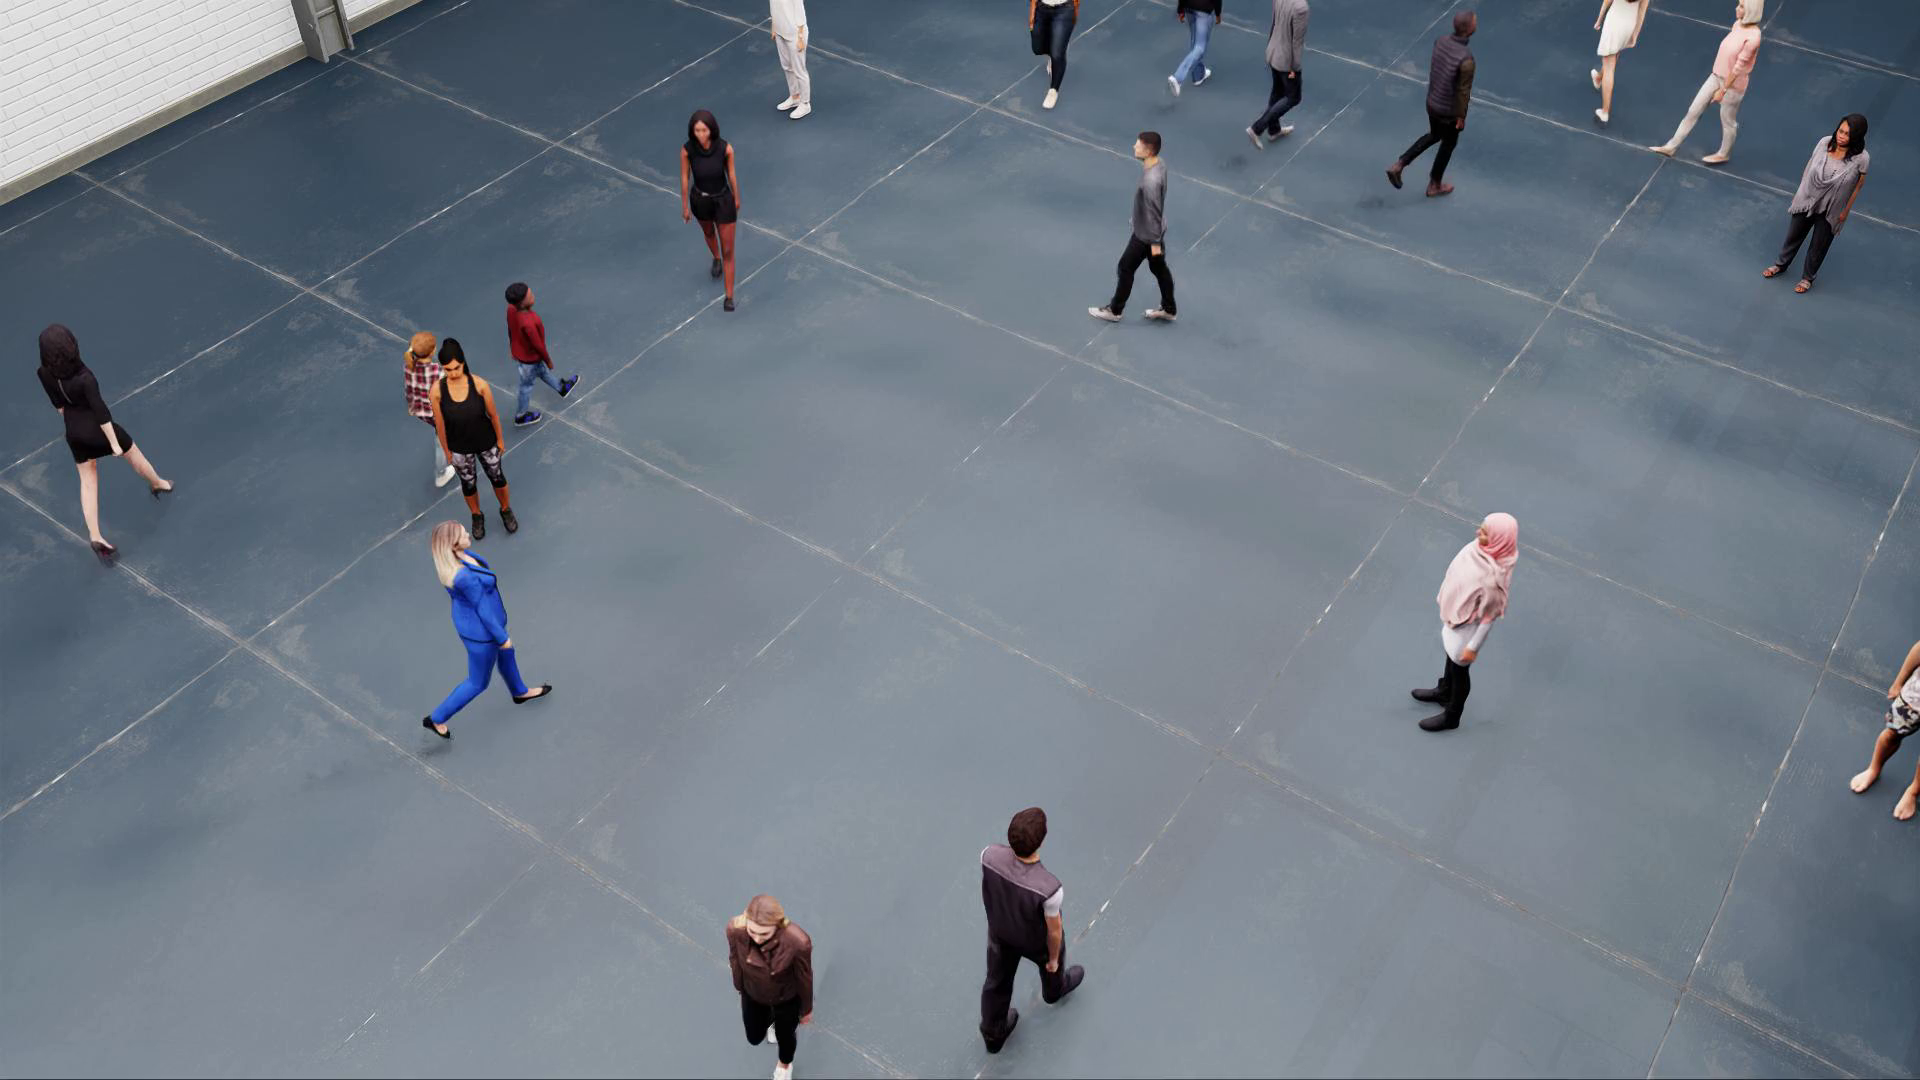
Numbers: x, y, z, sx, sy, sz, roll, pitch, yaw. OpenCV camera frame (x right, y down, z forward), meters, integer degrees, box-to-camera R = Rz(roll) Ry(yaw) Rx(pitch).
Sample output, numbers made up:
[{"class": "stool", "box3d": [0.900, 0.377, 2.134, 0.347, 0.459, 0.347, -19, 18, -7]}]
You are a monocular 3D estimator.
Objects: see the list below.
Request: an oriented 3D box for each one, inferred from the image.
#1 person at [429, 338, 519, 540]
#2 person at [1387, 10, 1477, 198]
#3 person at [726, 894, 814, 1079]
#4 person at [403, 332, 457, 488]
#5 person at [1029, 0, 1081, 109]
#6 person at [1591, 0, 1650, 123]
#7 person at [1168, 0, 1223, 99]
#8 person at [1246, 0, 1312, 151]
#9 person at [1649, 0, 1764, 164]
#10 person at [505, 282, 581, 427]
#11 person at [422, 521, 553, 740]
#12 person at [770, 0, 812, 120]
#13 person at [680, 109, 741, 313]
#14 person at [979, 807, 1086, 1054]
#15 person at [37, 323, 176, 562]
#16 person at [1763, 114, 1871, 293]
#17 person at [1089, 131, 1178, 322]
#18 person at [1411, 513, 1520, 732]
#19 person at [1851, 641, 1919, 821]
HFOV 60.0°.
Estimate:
[{"class": "person", "box3d": [-3.436, -0.714, 11.703, 0.625, 1.662, 0.716, -13, 45, -14]}, {"class": "person", "box3d": [4.274, -3.863, 14.894, 1.093, 1.821, 0.991, -14, 45, -14]}, {"class": "person", "box3d": [-0.926, 2.256, 8.566, 0.762, 1.690, 0.849, 8, 44, 9]}, {"class": "person", "box3d": [-3.886, -0.923, 12.197, 0.655, 1.283, 0.828, 13, 45, 14]}, {"class": "person", "box3d": [0.939, -5.183, 16.302, 0.767, 1.789, 1.051, 15, 46, 15]}, {"class": "person", "box3d": [6.378, -4.875, 16.076, 0.995, 1.656, 1.237, 2, 44, 2]}, {"class": "person", "box3d": [2.323, -5.187, 16.350, 0.638, 1.729, 1.048, 28, 50, 26]}, {"class": "person", "box3d": [2.984, -4.483, 15.523, 1.080, 1.851, 0.969, -20, 47, -20]}, {"class": "person", "box3d": [7.186, -4.224, 15.364, 1.044, 1.696, 1.003, -6, 44, -6]}, {"class": "person", "box3d": [-3.361, -1.398, 12.739, 0.918, 1.225, 0.684, -27, 50, -26]}, {"class": "person", "box3d": [-3.079, 0.584, 10.330, 1.169, 1.677, 0.926, -21, 48, -21]}, {"class": "person", "box3d": [-1.637, -4.937, 16.119, 0.636, 1.687, 0.596, 33, 53, 30]}, {"class": "person", "box3d": [-2.068, -2.830, 13.908, 1.112, 1.685, 1.248, -3, 44, -3]}, {"class": "person", "box3d": [0.267, 2.095, 8.635, 0.673, 1.827, 0.933, 23, 48, 23]}, {"class": "person", "box3d": [-6.067, -0.642, 11.561, 0.936, 1.755, 1.219, 8, 44, 8]}, {"class": "person", "box3d": [7.277, -2.865, 13.999, 0.719, 1.610, 0.692, -31, 52, -28]}, {"class": "person", "box3d": [1.622, -2.493, 13.518, 0.928, 1.734, 1.004, 9, 44, 9]}, {"class": "person", "box3d": [3.161, 0.506, 10.321, 0.786, 1.803, 0.685, 4, 44, 4]}, {"class": "person", "box3d": [5.847, 0.917, 9.885, 0.714, 1.809, 0.630, 34, 53, 30]}]
